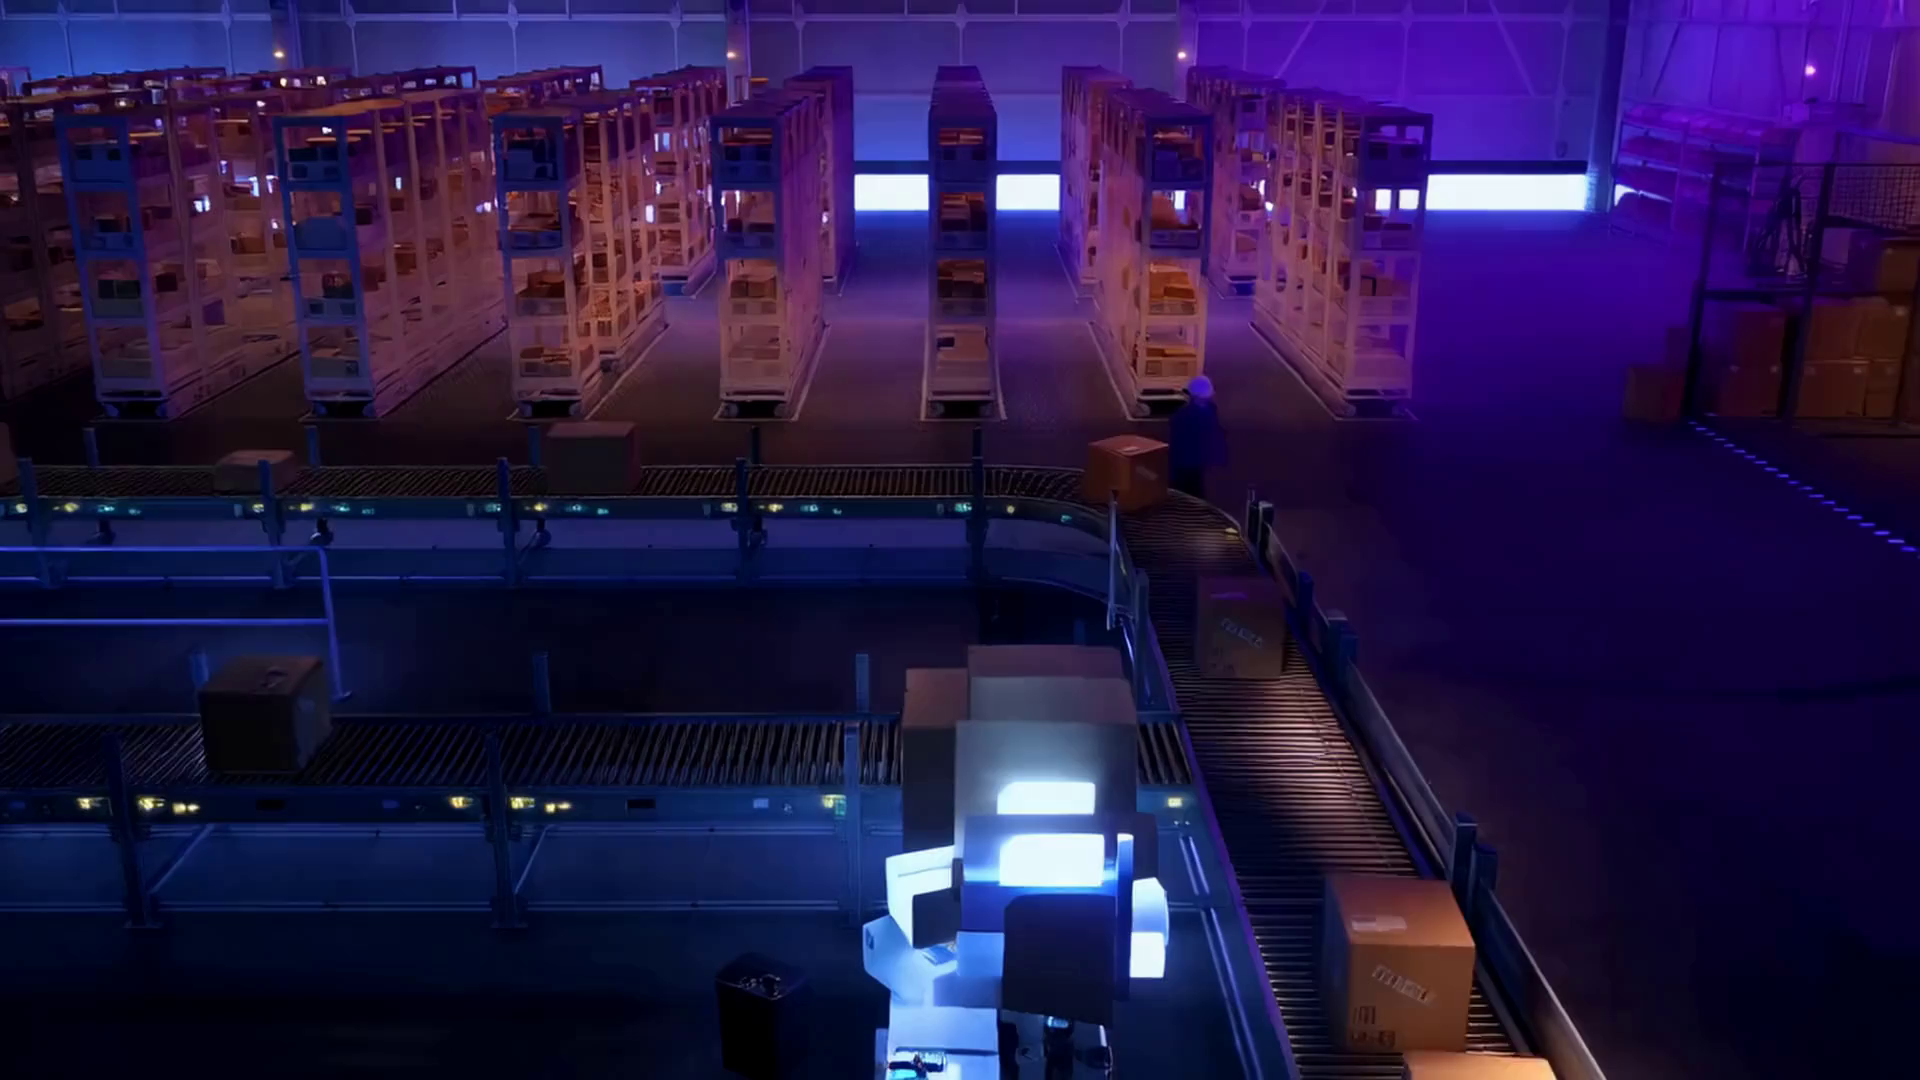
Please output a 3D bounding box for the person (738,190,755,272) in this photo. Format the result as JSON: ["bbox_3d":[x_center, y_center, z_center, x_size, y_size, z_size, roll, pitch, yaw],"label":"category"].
[{"bbox_3d":[-3.896,-5.897,30.573,0.370,1.996,0.622,-5,19,-14],"label":"person"}]

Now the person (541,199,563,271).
[{"bbox_3d":[-6.461,-4.580,26.781,0.600,1.830,0.404,-6,19,-18],"label":"person"}]

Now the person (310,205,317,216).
[{"bbox_3d":[-13.257,-6.924,34.059,0.935,1.802,0.578,-11,21,-30],"label":"person"}]

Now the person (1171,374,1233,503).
[{"bbox_3d":[2.096,-0.692,15.012,0.947,1.703,0.531,16,24,40],"label":"person"}]
